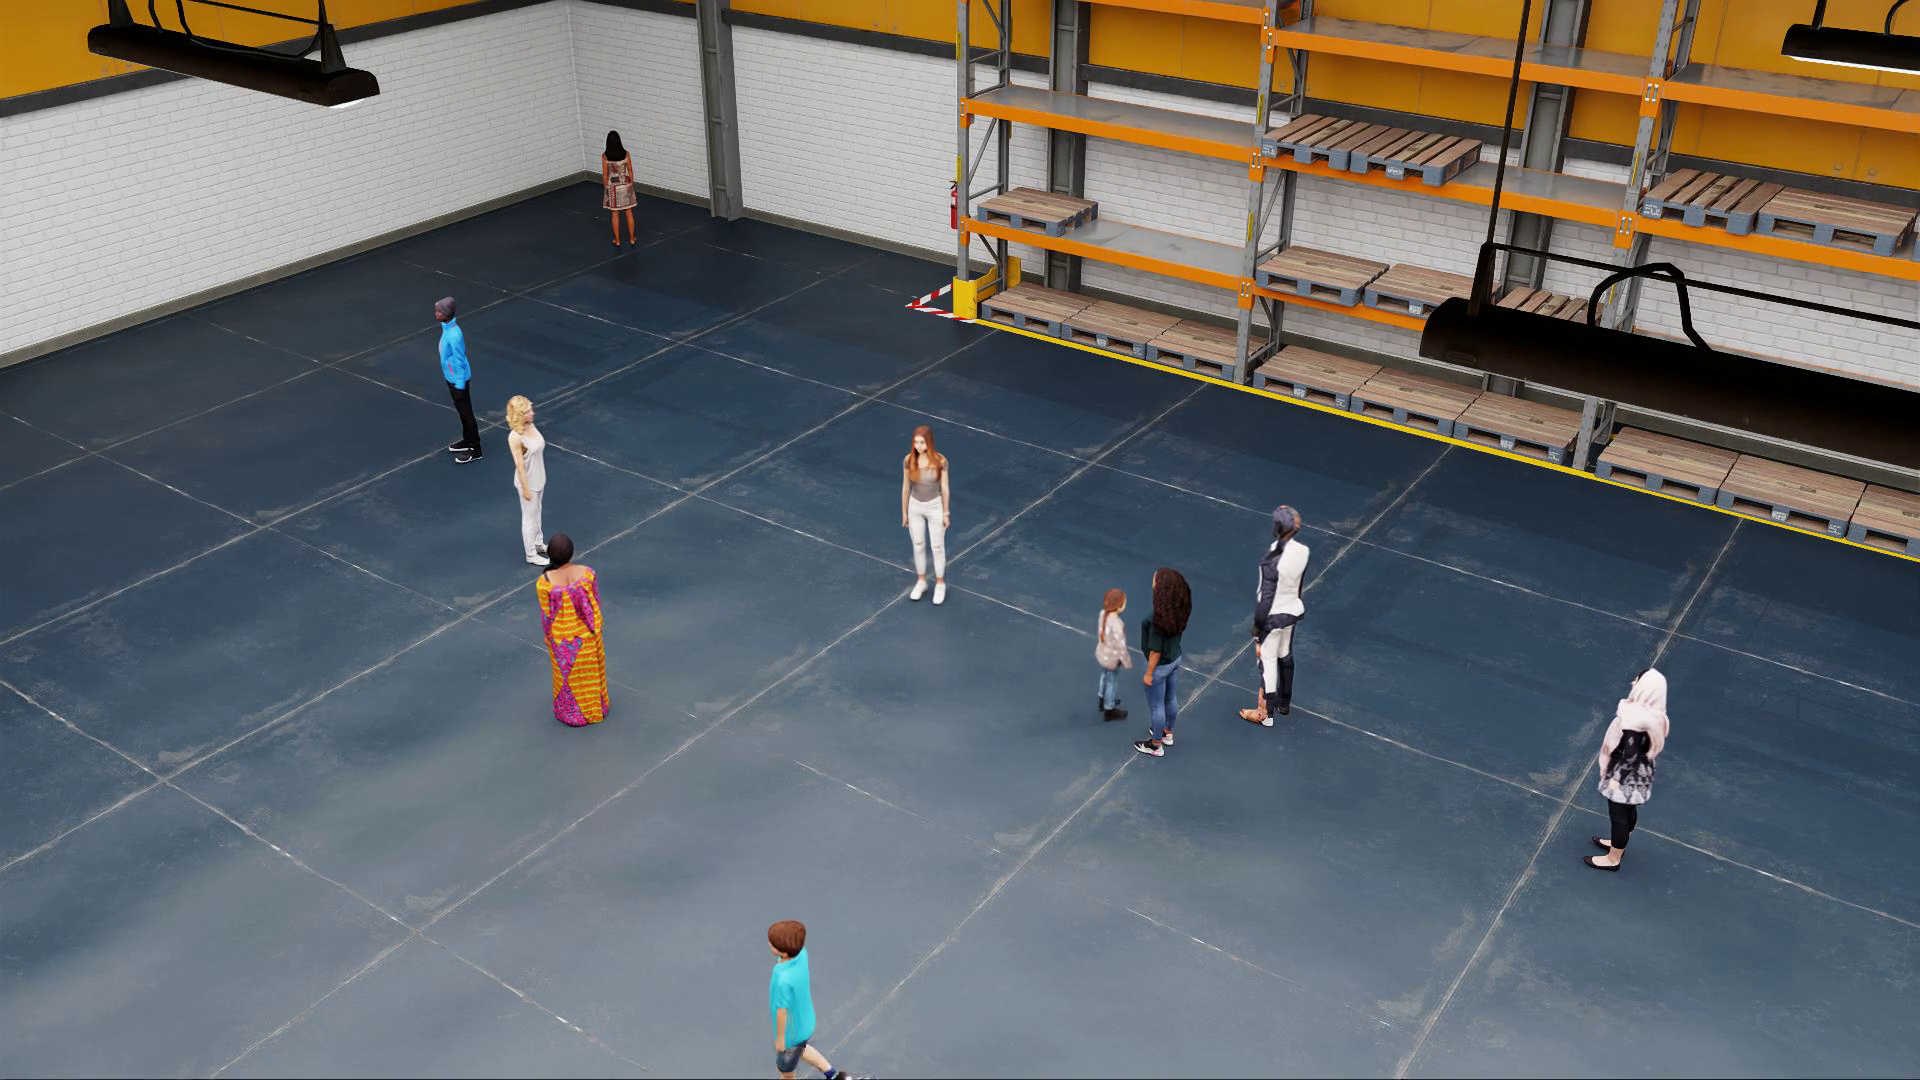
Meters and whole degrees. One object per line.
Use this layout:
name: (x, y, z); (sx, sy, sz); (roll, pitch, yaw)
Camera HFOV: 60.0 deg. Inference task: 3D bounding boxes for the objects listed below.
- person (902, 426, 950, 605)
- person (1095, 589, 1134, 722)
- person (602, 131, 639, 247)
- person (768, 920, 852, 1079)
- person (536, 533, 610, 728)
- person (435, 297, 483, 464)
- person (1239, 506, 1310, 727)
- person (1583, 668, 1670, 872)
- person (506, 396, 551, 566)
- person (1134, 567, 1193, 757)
person: (-0.294, -0.254, 14.966); (0.592, 1.716, 0.721); (6, 29, 10)
person: (1.192, 0.923, 13.356); (0.645, 1.192, 0.571); (-9, 30, -16)
person: (-4.890, -5.051, 23.835); (0.724, 1.645, 0.734); (-10, 30, -18)
person: (-0.904, 2.798, 9.663); (0.819, 1.437, 0.689); (5, 29, 9)
person: (-3.114, 0.683, 13.286); (0.766, 1.681, 0.801); (-13, 31, -23)
person: (-5.287, -1.706, 17.547); (0.753, 1.794, 0.631); (-14, 32, -25)
person: (2.520, 0.602, 13.216); (0.740, 1.890, 0.667); (-23, 36, -36)
person: (4.698, 1.599, 11.652); (0.604, 1.638, 0.615); (18, 33, 29)
person: (-4.045, -0.579, 15.609); (0.683, 1.671, 0.672); (3, 29, 6)
person: (1.572, 0.936, 12.889); (0.595, 1.617, 0.601); (21, 35, 33)
